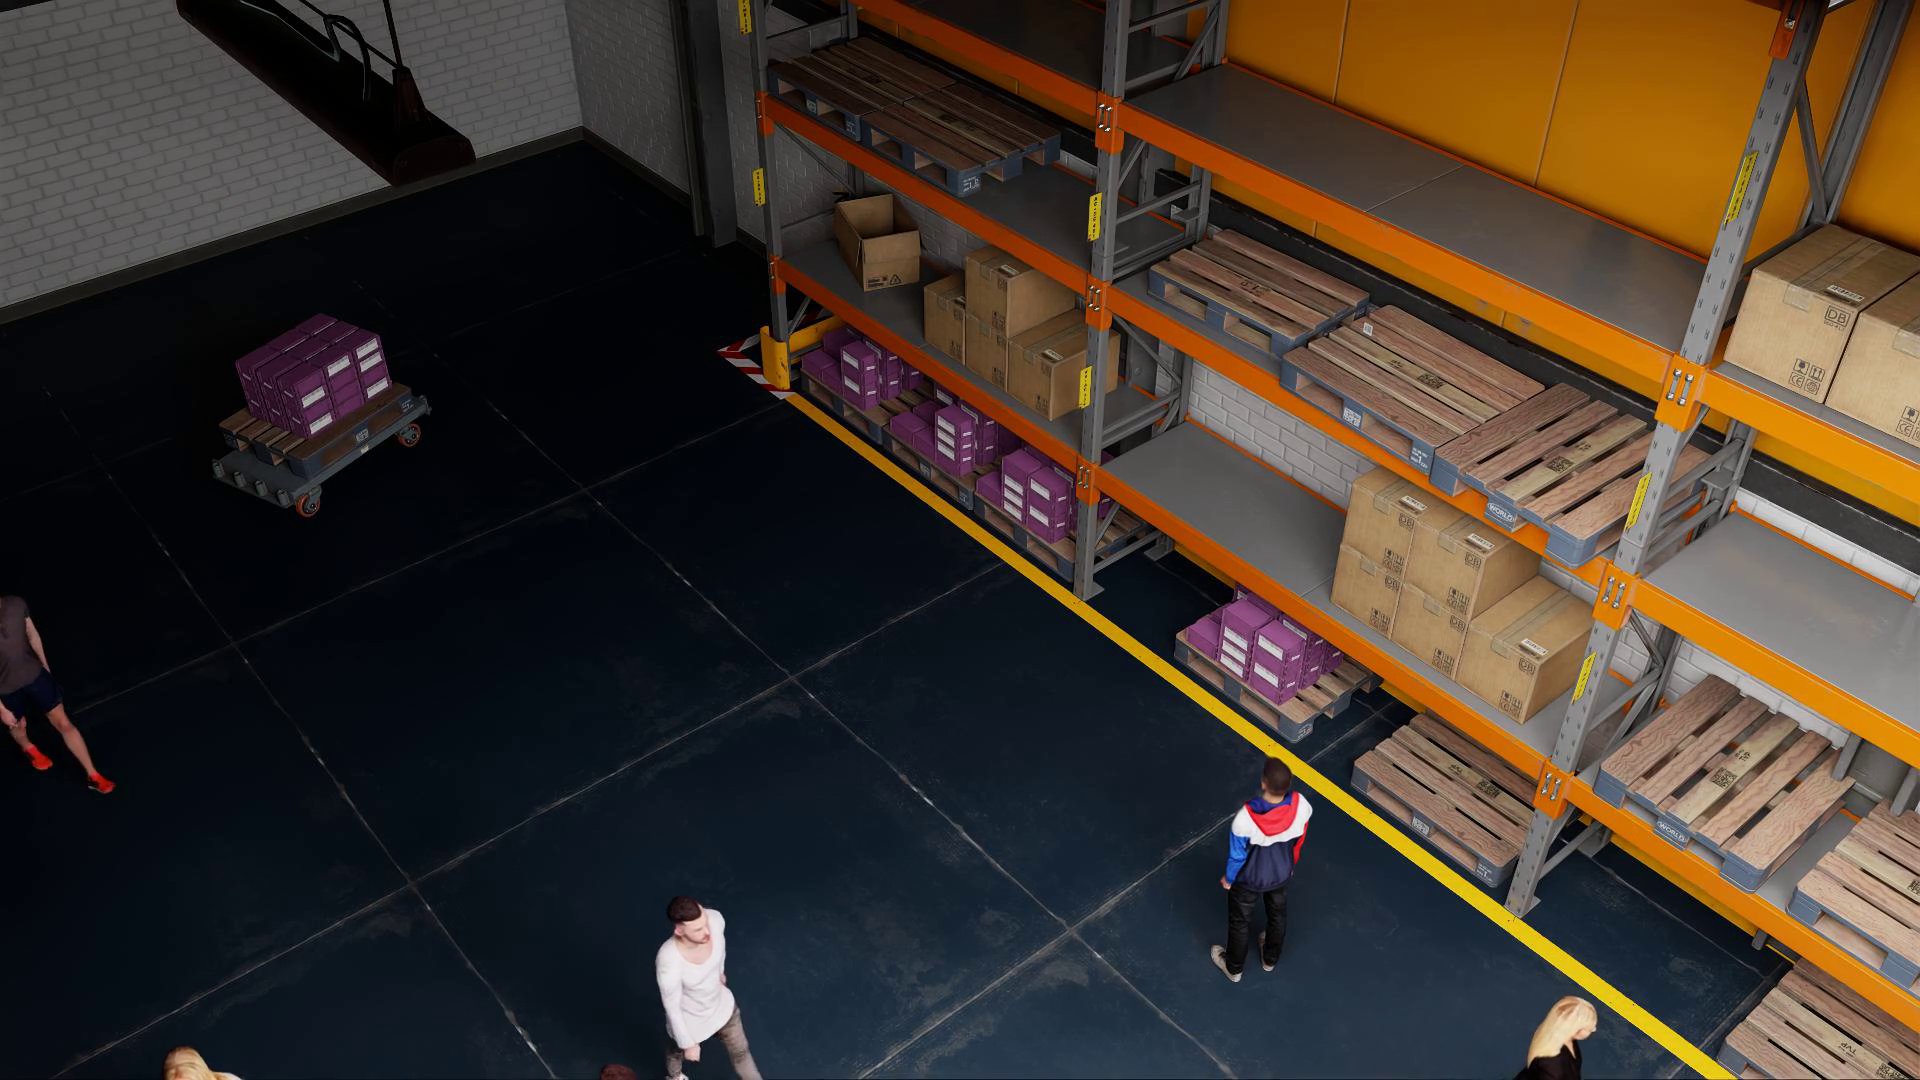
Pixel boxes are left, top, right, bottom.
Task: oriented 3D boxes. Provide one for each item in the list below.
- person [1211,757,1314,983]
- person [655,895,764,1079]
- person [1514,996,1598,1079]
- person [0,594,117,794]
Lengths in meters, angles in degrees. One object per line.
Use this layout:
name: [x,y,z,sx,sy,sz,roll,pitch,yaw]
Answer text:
person: [1.758,1.915,9.666,0.717,1.759,0.699,-10,40,-12]
person: [-1.474,2.479,8.931,1.170,1.796,0.897,22,43,25]
person: [2.826,2.881,8.407,1.010,1.821,0.882,13,41,16]
person: [-6.225,0.913,10.885,1.226,1.804,0.850,24,45,27]
